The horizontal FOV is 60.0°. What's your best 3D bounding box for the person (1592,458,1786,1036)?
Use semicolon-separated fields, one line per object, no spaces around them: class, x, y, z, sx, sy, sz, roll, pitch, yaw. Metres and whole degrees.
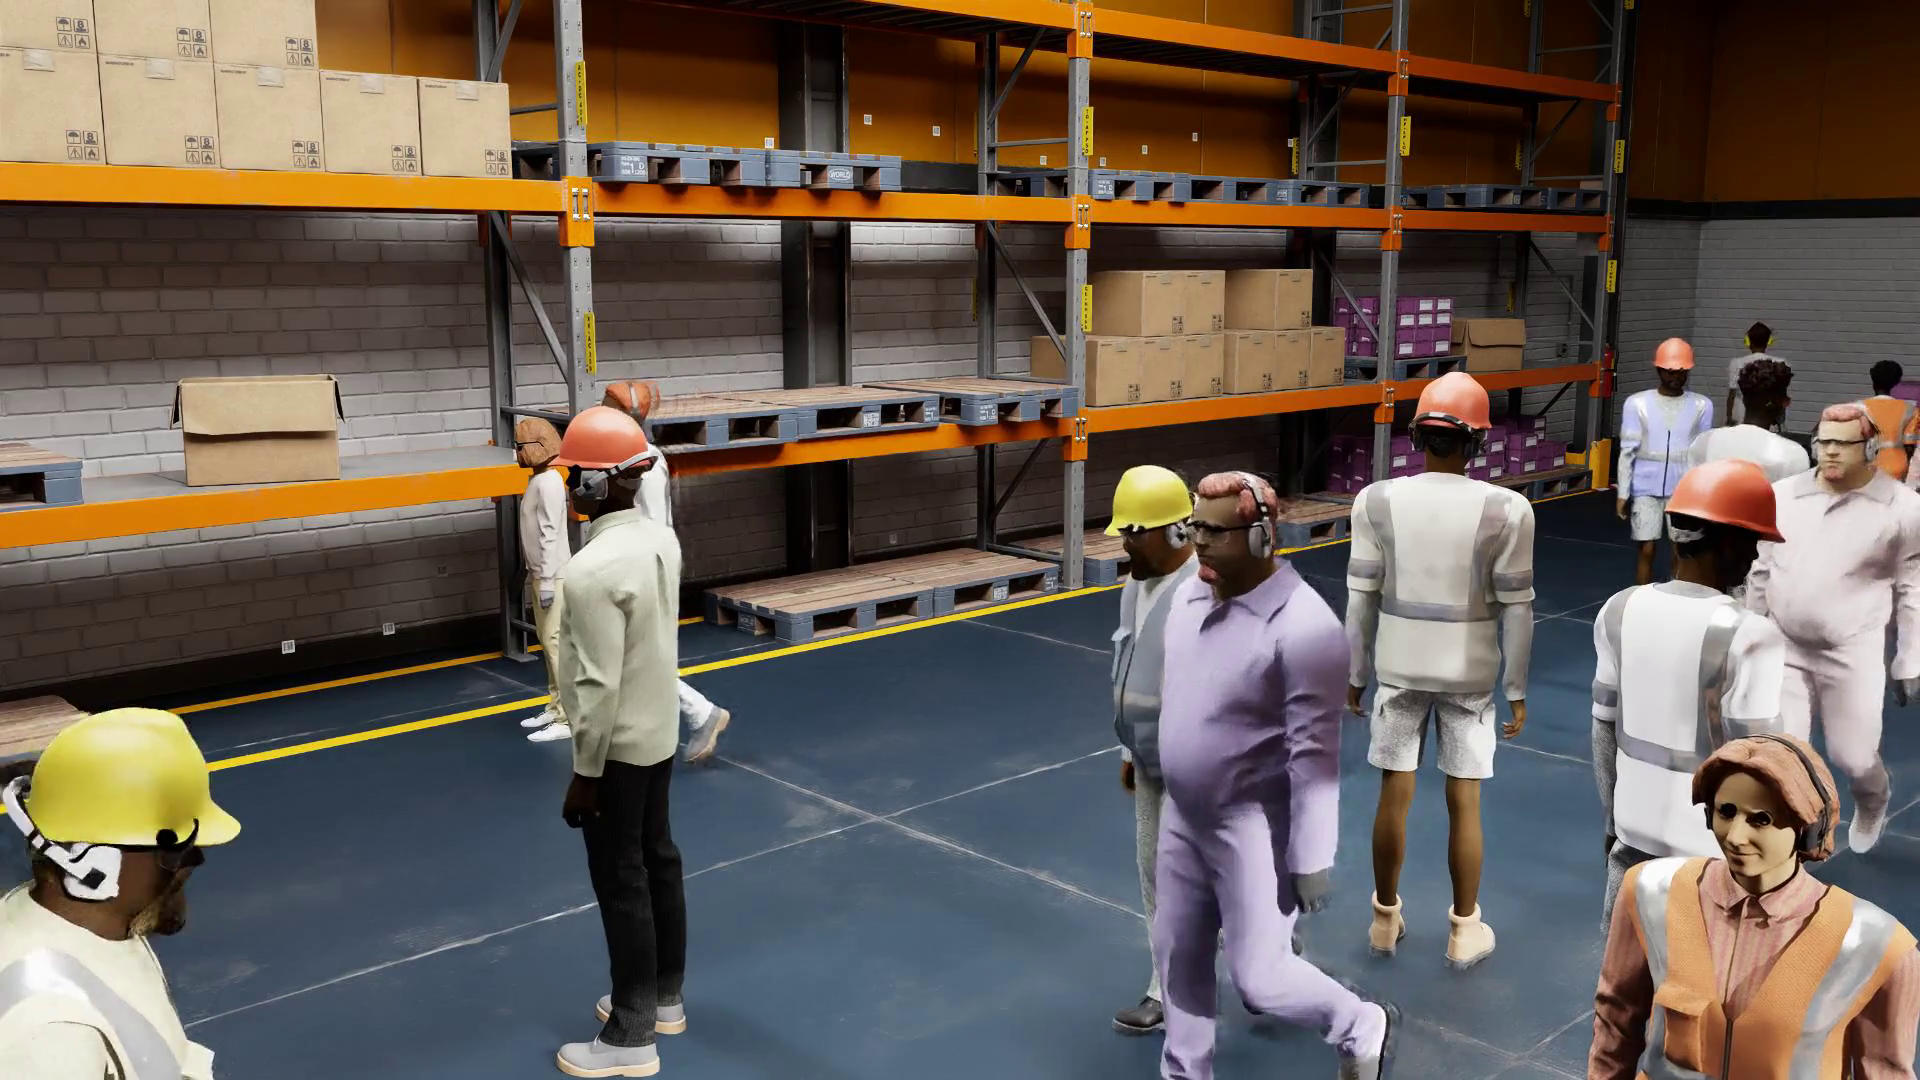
person;1.878;0.751;4.272;0.374;1.928;0.542;-5;11;-26

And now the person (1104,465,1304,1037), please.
person;0.712;0.662;5.171;0.575;1.800;0.625;-4;10;-21

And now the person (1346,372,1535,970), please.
person;1.637;0.448;5.707;0.615;2.042;0.375;4;11;25

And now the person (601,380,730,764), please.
person;-1.429;0.188;7.729;0.526;1.870;0.574;-4;10;-21

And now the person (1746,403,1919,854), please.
person;3.372;0.408;6.416;0.650;1.886;0.749;9;13;44

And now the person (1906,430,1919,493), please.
person;6.371;-0.243;10.715;0.918;1.713;0.525;-5;11;-26

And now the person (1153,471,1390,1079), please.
person;0.809;0.739;4.500;0.714;1.888;0.649;-5;11;-28

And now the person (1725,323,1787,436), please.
person;7.346;-1.087;15.366;0.518;1.818;0.986;5;11;25

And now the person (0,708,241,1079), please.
person;-1.279;1.117;2.573;0.959;1.763;0.609;-6;11;-31

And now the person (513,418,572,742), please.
person;-2.104;0.194;8.423;0.279;1.626;0.501;-4;10;-21

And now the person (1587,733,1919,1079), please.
person;1.350;1.129;2.900;0.522;1.639;0.305;8;13;40

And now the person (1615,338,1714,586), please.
person;4.422;-0.302;10.459;0.560;1.924;0.541;3;10;17

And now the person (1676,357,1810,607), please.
person;3.756;0.106;7.955;0.429;1.952;0.631;-5;11;-28

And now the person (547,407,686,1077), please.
person;-1.019;0.598;4.971;0.381;1.994;0.622;2;10;11

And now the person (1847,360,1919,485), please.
person;6.768;-0.484;12.252;0.533;1.674;0.575;2;10;14
